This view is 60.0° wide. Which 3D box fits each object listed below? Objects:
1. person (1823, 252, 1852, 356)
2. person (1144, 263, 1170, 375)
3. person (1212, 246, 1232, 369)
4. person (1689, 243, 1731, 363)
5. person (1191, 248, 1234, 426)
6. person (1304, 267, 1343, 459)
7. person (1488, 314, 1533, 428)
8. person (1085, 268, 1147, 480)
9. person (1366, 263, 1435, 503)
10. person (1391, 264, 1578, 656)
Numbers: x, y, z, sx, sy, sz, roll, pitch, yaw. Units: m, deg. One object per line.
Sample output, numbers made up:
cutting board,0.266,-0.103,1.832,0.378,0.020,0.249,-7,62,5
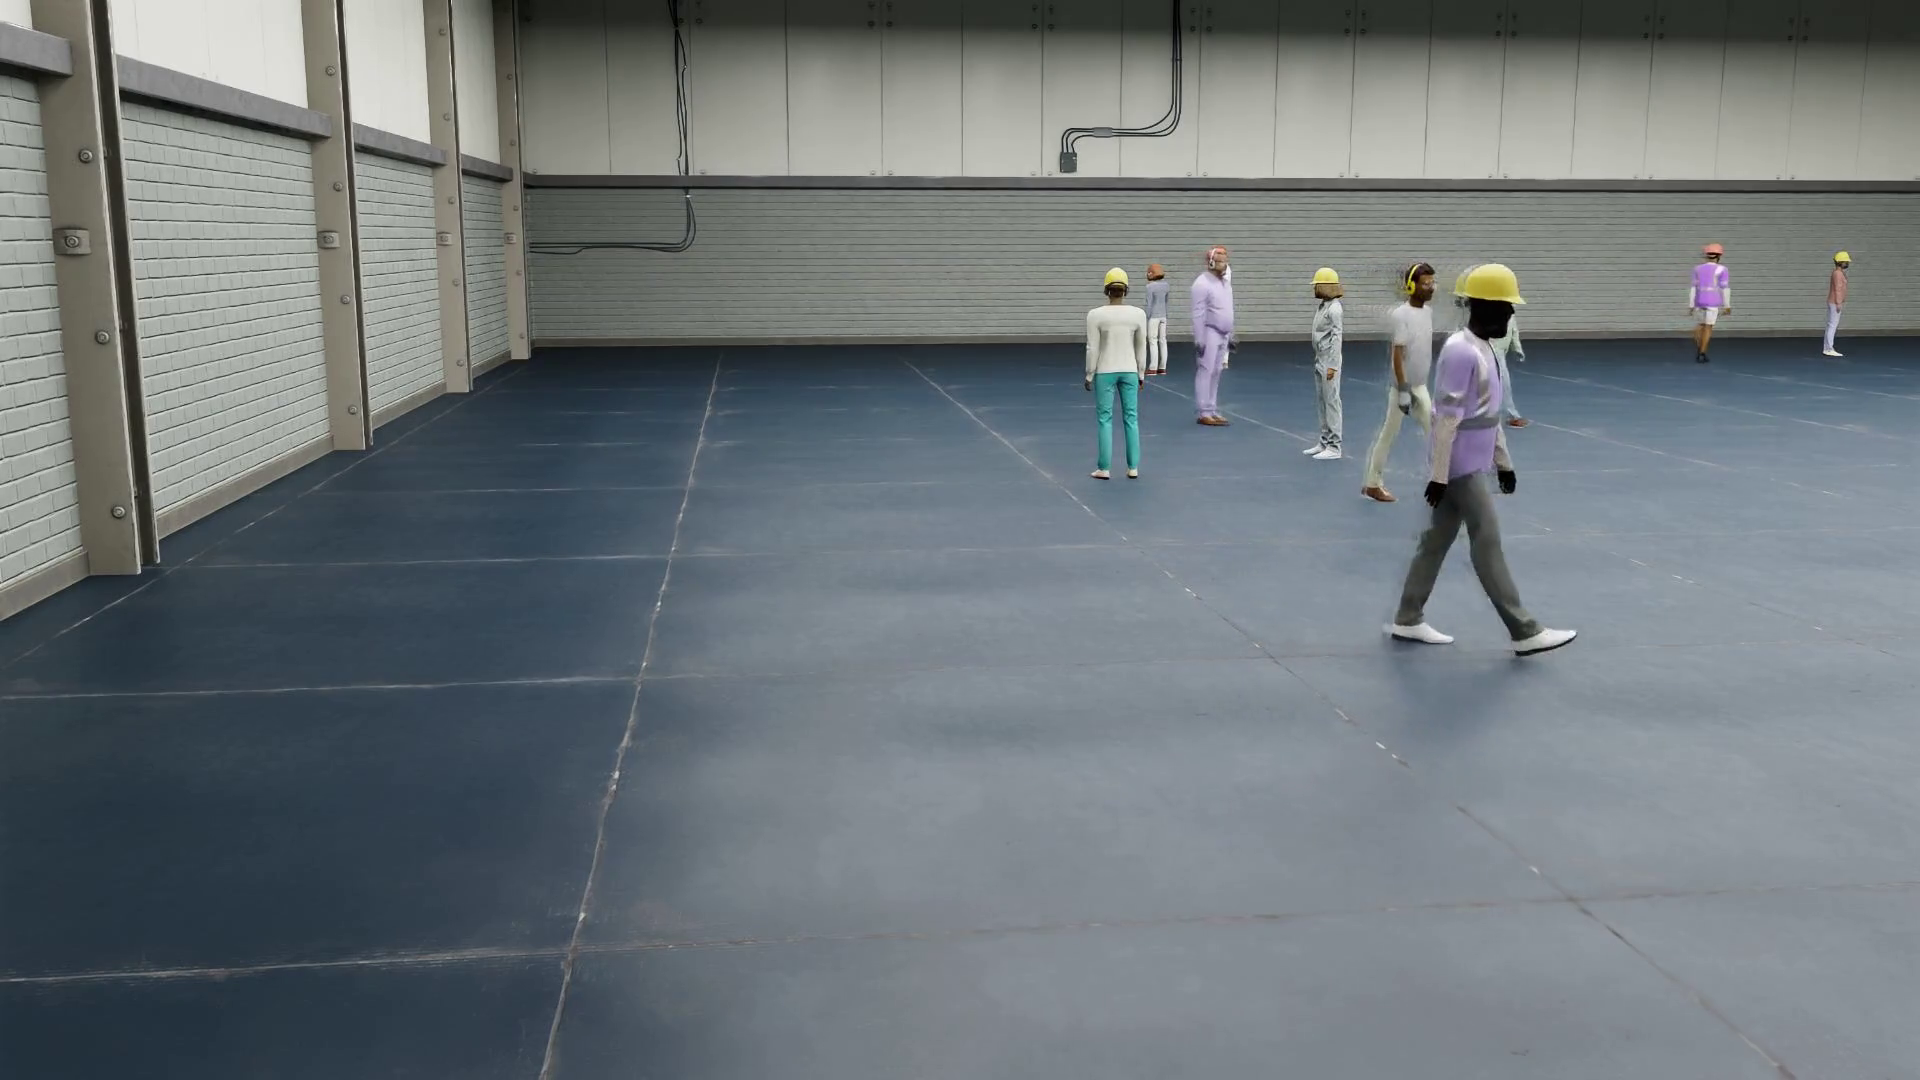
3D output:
person,14.967,-4.020,28.366,0.310,1.768,0.533,4,11,21
person,2.875,-3.238,24.442,0.497,1.633,0.286,-9,14,-42
person,3.955,-3.548,25.459,0.358,1.882,0.574,7,12,33
person,12.099,-3.803,26.781,0.724,1.910,0.559,-8,13,-37
person,2.752,-2.194,17.980,0.401,1.905,0.650,8,13,36
person,3.344,-1.615,15.243,0.324,1.743,0.490,0,10,-2
person,5.776,-2.009,17.821,0.858,1.588,0.500,9,14,41
person,1.297,-1.387,13.931,0.530,1.767,0.328,-2,11,-11
person,3.429,-1.141,12.437,0.542,1.815,0.978,-8,13,-39
person,2.555,-0.374,8.042,0.948,1.881,0.599,5,11,25
